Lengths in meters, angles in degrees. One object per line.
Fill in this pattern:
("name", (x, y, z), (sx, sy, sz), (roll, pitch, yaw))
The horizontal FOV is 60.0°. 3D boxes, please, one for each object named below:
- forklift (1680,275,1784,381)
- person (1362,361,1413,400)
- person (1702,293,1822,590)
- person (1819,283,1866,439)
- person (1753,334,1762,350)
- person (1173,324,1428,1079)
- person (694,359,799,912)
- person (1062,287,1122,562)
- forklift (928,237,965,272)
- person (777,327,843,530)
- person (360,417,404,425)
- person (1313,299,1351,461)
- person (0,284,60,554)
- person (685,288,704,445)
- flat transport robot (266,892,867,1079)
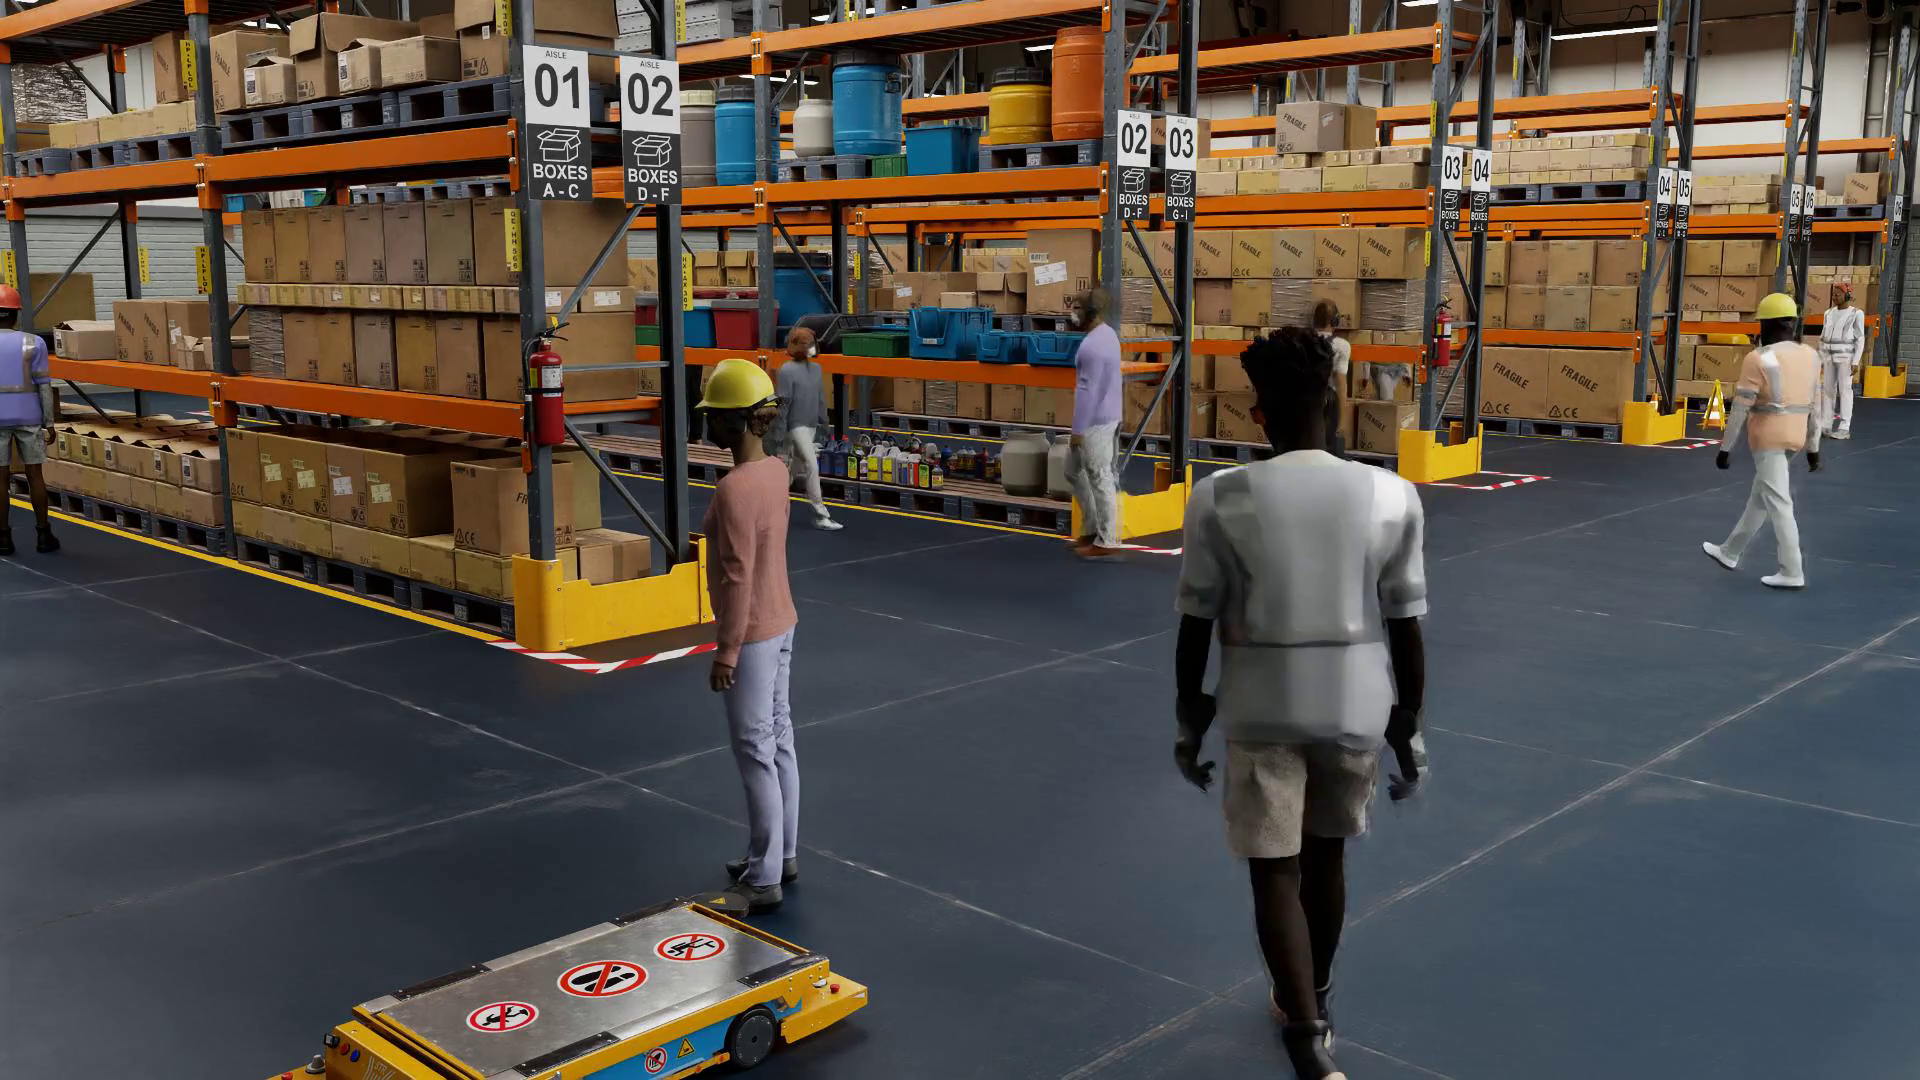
("forklift", (12.480, -3.427, 27.053), (1.214, 2.155, 2.313), (9, 13, 43))
("person", (4.866, -1.873, 18.600), (0.621, 1.792, 0.872), (-7, 11, -35))
("person", (5.224, -0.658, 10.882), (0.617, 1.880, 0.945), (-4, 10, -23))
("person", (10.671, -2.176, 20.198), (0.337, 1.882, 0.584), (-3, 10, -19))
("person", (12.059, -2.958, 25.044), (0.531, 1.868, 0.318), (-9, 13, -44))
("person", (0.851, 0.441, 4.079), (0.635, 1.931, 0.884), (0, 9, -2))
("person", (-0.690, 0.304, 5.359), (0.312, 1.768, 0.530), (1, 9, 9))
("person", (0.882, -0.809, 11.695), (0.545, 1.921, 0.661), (2, 9, 12))
("forklift", (-0.326, -5.817, 39.609), (1.129, 2.768, 1.873), (9, 13, 43))
("person", (-1.285, -0.904, 13.283), (0.832, 1.597, 0.510), (5, 11, 30))
("person", (-5.312, -1.260, 15.363), (0.524, 1.619, 0.413), (-6, 11, -32))
("person", (2.966, -1.031, 13.432), (0.527, 1.801, 0.872), (8, 12, 40))
("person", (-6.871, -0.875, 12.064), (0.553, 1.935, 0.364), (-4, 10, -22))
("person", (-3.198, -2.030, 18.957), (0.537, 2.000, 0.682), (4, 10, 25))
("flat transport robot", (-0.980, 1.246, 4.283), (0.652, 0.197, 1.431), (9, 13, 43))
